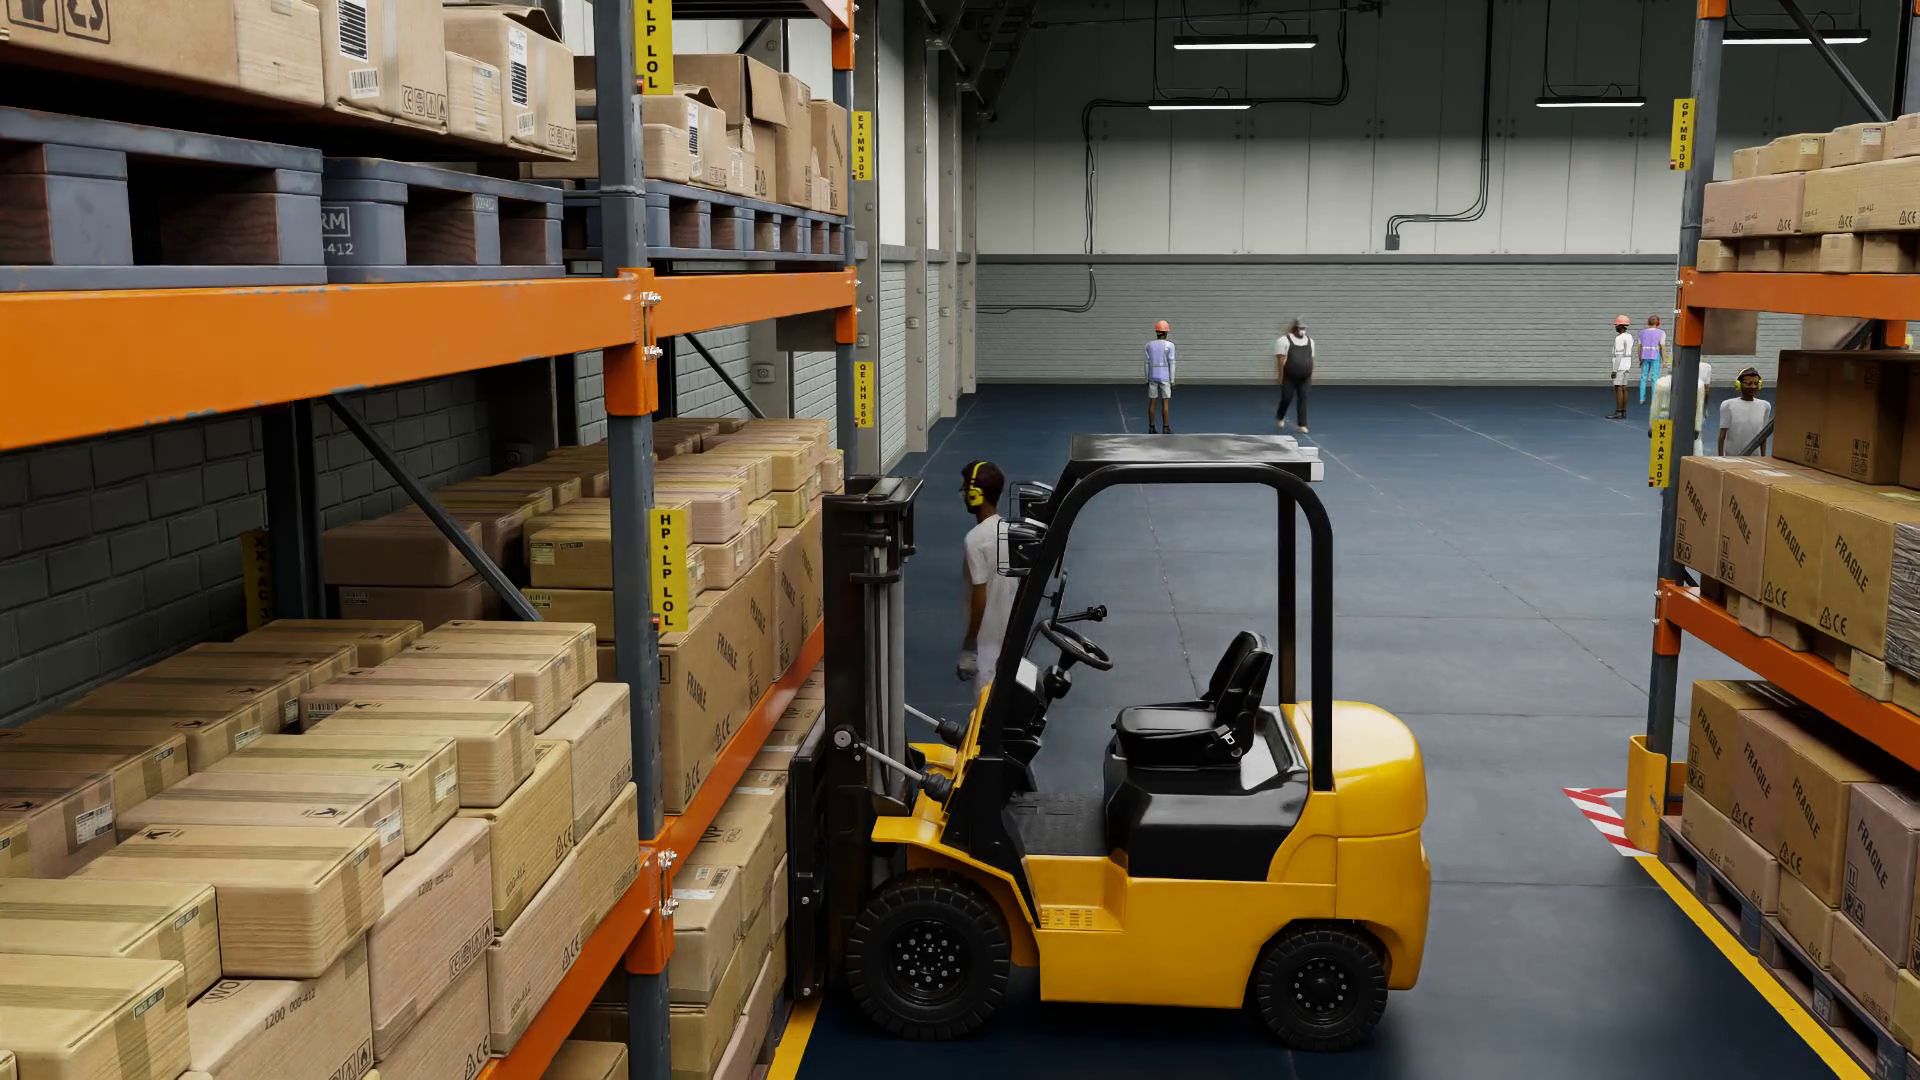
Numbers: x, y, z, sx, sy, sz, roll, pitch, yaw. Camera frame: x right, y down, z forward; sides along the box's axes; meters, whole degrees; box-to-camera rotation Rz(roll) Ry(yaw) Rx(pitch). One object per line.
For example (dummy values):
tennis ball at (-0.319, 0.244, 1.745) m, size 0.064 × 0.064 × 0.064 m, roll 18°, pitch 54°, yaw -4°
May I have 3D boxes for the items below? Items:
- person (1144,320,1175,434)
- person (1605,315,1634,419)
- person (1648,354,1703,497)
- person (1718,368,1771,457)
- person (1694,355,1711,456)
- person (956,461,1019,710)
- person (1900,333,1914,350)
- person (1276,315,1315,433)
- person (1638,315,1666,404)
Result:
person at (3.386, -2.735, 28.122) m, size 0.547 × 1.938 × 0.377 m, roll 6°, pitch 11°, yaw 30°
person at (12.330, -3.222, 31.079) m, size 0.359 × 1.938 × 0.545 m, roll 8°, pitch 13°, yaw 41°
person at (8.814, -1.423, 20.529) m, size 0.592 × 1.818 × 0.417 m, roll 0°, pitch 9°, yaw -3°
person at (7.711, -0.762, 16.376) m, size 0.514 × 1.872 × 0.328 m, roll 0°, pitch 9°, yaw -3°
person at (9.886, -1.780, 22.543) m, size 0.512 × 1.873 × 0.329 m, roll 0°, pitch 9°, yaw -1°
person at (0.144, 0.519, 8.628) m, size 0.309 × 1.864 × 0.535 m, roll 5°, pitch 11°, yaw 28°
person at (15.004, -2.411, 26.637) m, size 0.930 × 1.796 × 0.602 m, roll -7°, pitch 12°, yaw -38°
person at (5.768, -2.859, 28.567) m, size 0.693 × 2.000 × 0.703 m, roll -2°, pitch 9°, yaw -9°
person at (14.233, -3.702, 34.252) m, size 0.564 × 1.850 × 0.390 m, roll 9°, pitch 13°, yaw 44°
